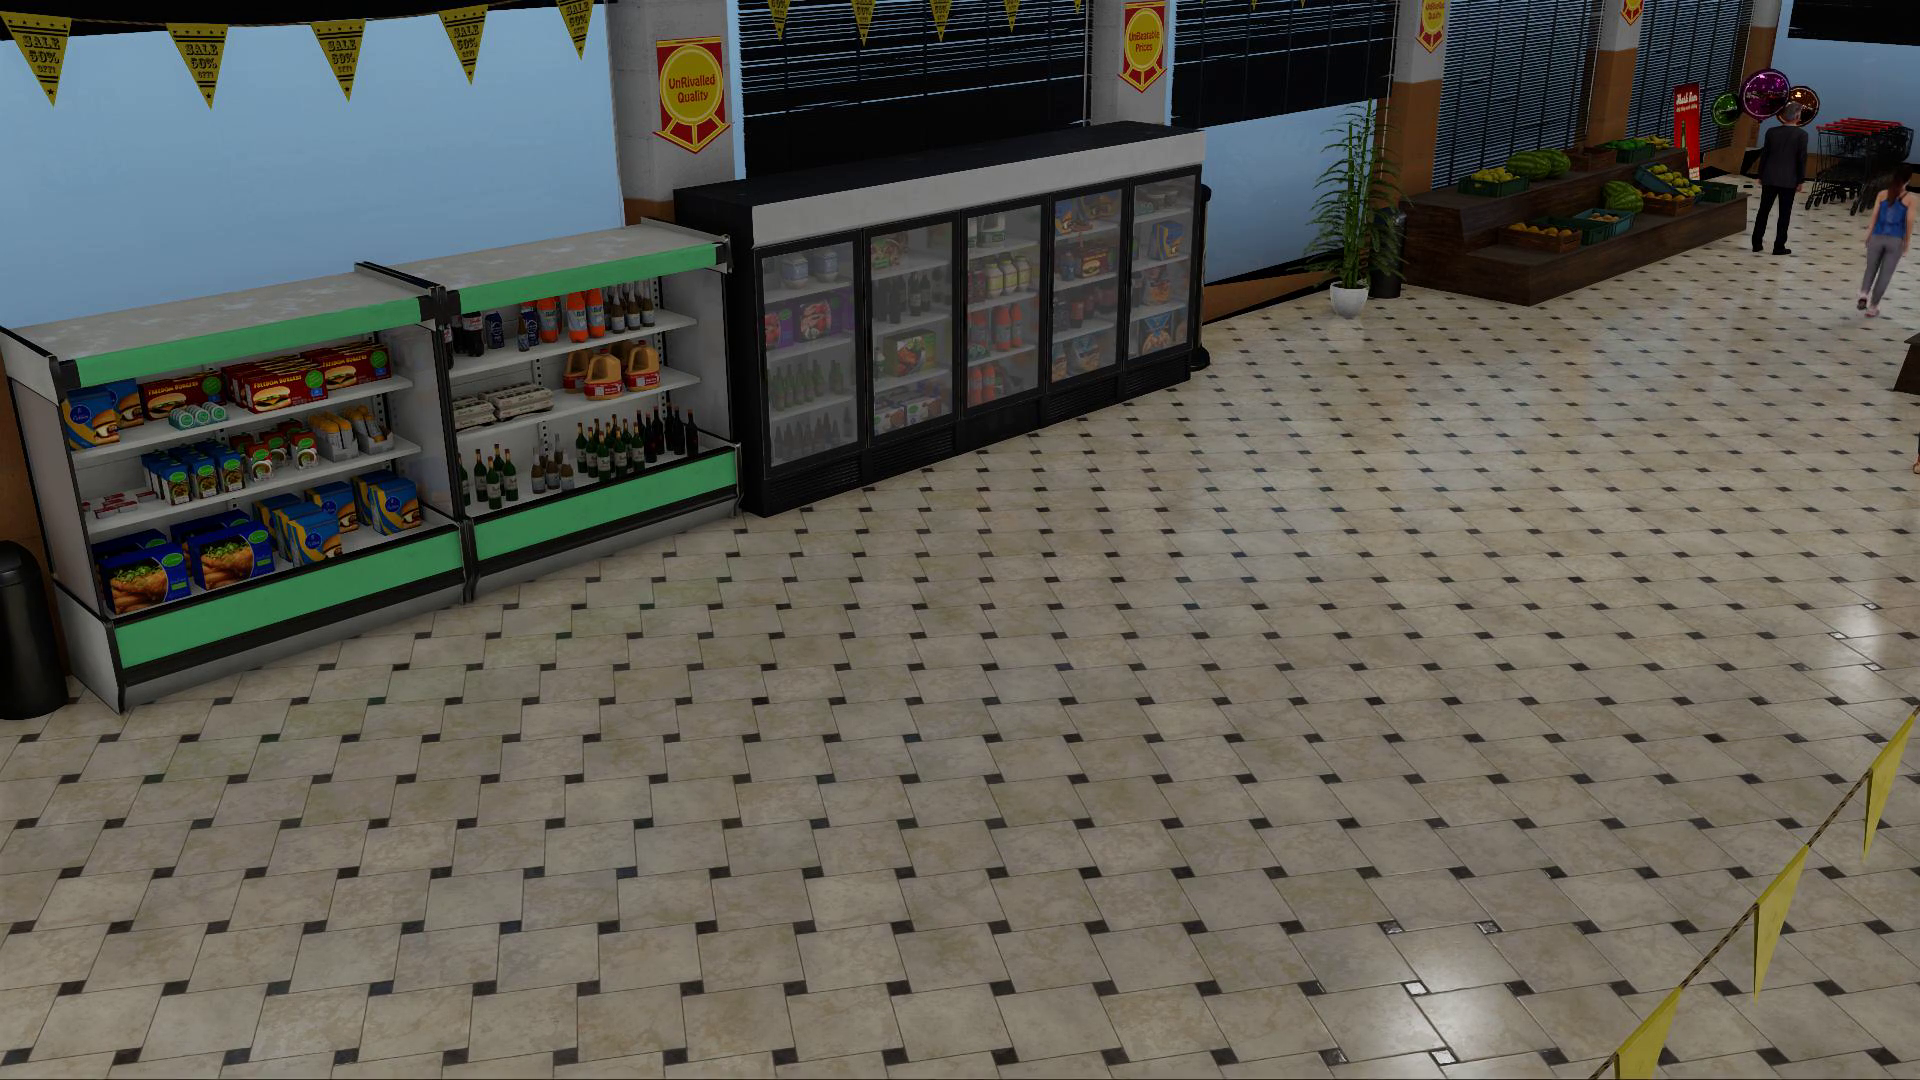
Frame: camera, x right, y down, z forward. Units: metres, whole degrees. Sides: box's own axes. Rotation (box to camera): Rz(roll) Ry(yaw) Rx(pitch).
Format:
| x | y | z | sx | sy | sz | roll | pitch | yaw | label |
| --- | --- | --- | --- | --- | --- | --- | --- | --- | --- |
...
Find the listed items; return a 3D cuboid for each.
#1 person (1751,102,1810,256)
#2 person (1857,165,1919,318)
| x | y | z | sx | sy | sz | roll | pitch | yaw | label |
| --- | --- | --- | --- | --- | --- | --- | --- | --- | --- |
| 10.131 | -4.466 | 20.518 | 0.573 | 1.841 | 0.721 | -19 | 29 | -40 | person |
| 9.737 | -3.130 | 17.517 | 0.570 | 1.600 | 0.637 | 20 | 29 | 40 | person |
